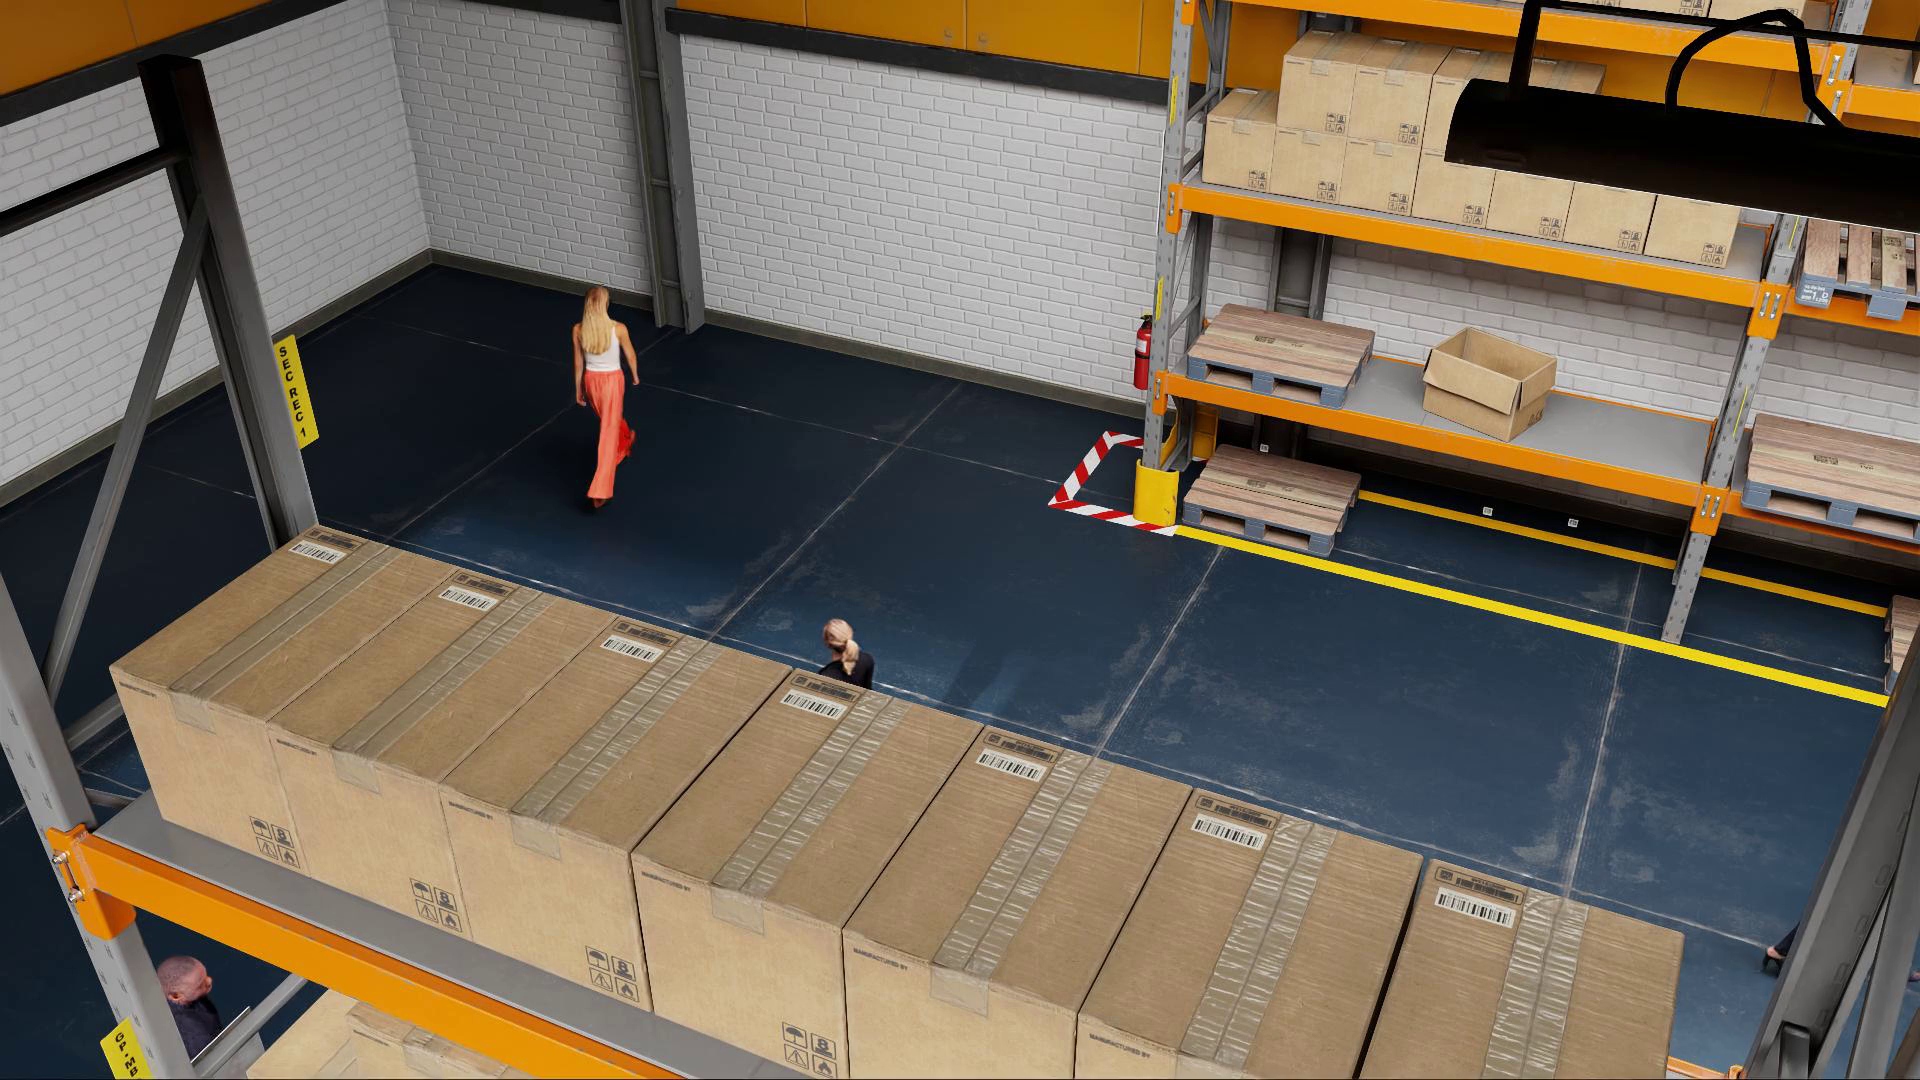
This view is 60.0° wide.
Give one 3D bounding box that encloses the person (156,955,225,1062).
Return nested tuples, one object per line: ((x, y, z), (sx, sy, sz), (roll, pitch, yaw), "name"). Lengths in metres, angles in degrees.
((-3.498, 2.599, 7.568), (0.812, 1.796, 0.973), (27, 42, 35), "person")

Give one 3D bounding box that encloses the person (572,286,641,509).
((-2.824, -1.085, 13.170), (1.340, 1.729, 0.967), (4, 34, 6), "person")

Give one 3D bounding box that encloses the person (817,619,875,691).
((-0.674, 1.180, 9.784), (0.637, 1.705, 0.679), (28, 43, 35), "person")

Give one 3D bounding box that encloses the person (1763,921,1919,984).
((4.778, 1.776, 8.898), (1.117, 1.693, 0.786), (7, 34, 11), "person")
